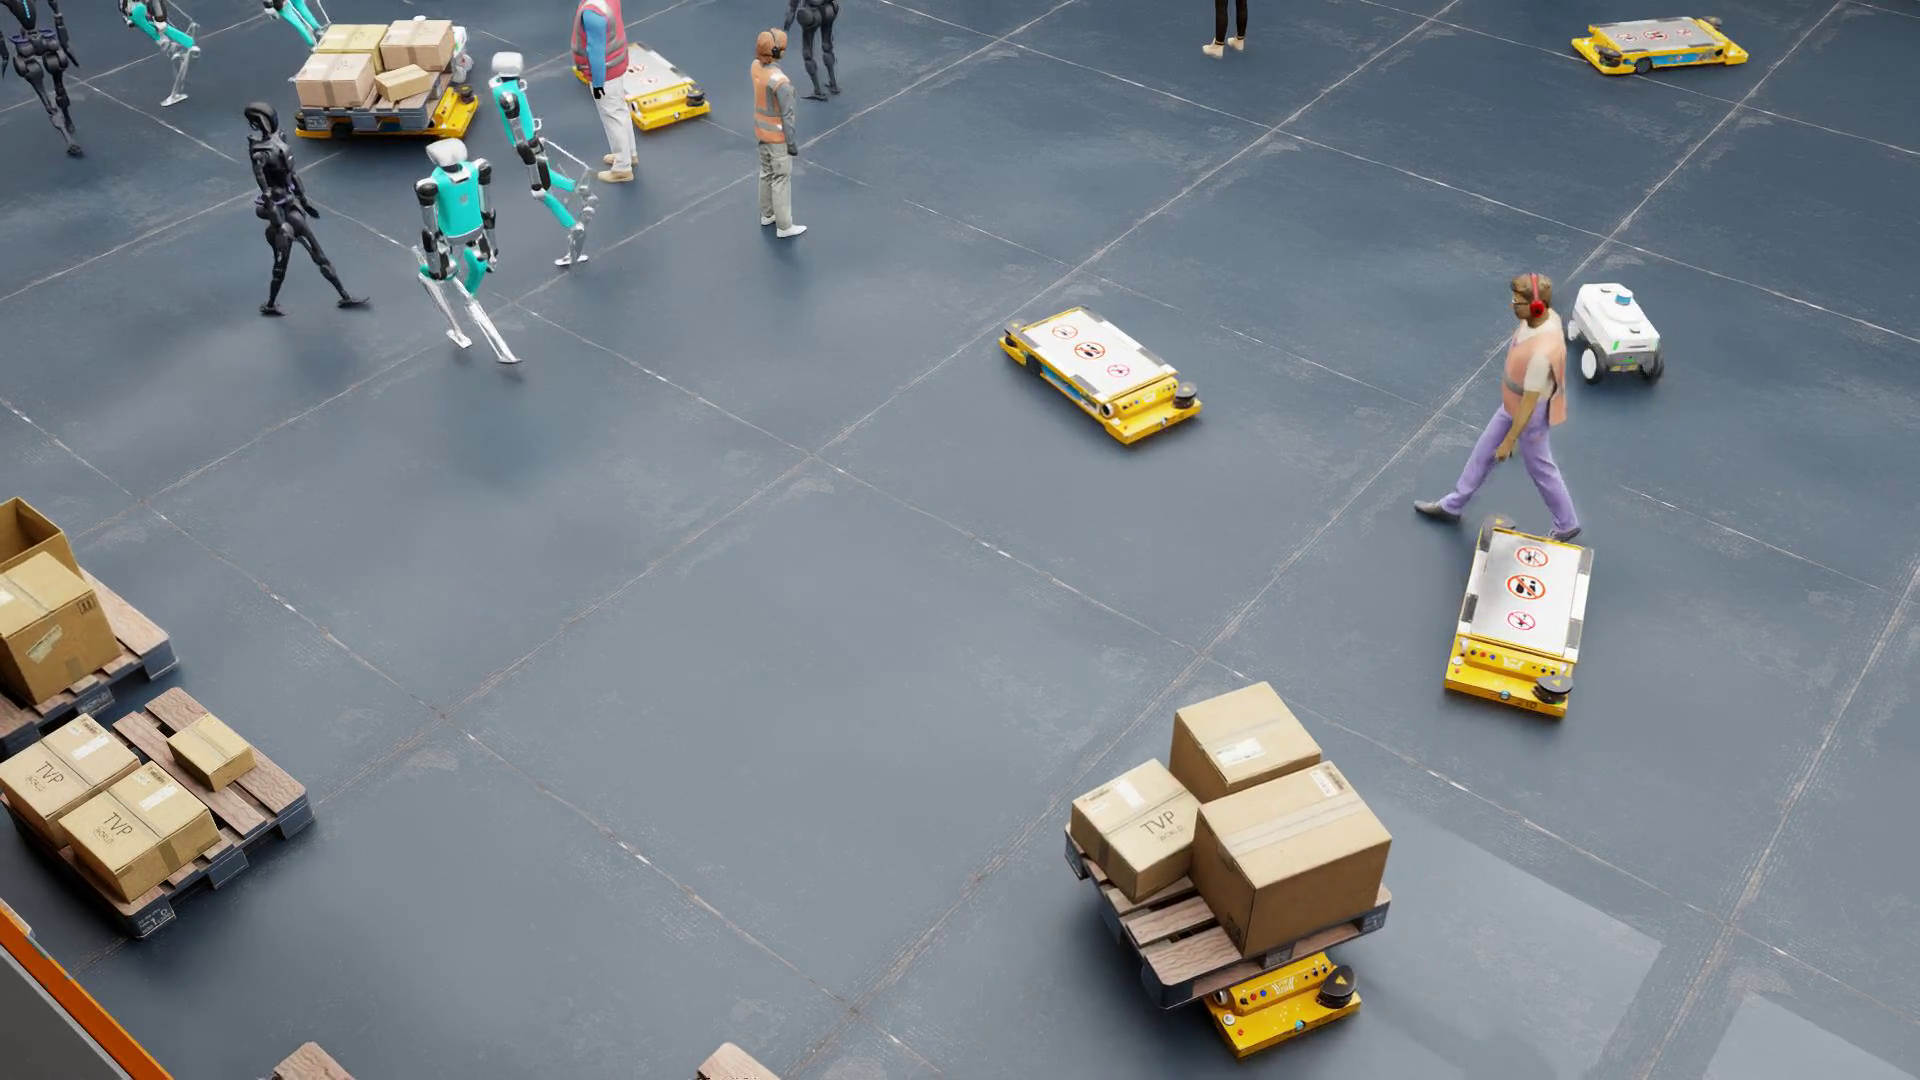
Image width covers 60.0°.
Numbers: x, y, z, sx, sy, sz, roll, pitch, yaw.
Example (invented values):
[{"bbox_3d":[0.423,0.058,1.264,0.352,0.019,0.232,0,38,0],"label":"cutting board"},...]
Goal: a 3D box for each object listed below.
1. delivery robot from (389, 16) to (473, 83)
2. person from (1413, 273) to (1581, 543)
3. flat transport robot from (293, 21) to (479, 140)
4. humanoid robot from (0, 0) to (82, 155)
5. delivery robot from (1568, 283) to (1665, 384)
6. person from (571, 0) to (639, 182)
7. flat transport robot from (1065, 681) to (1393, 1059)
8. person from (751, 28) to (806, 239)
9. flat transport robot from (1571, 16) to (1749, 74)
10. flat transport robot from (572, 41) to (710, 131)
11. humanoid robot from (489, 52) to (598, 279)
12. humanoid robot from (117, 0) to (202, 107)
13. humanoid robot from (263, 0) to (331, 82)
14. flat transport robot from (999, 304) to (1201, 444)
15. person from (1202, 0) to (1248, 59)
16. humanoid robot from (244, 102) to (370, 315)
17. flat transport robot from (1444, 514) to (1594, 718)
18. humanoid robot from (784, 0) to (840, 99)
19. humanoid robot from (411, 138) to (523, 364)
[{"bbox_3d":[-4.864,-4.443,15.099,0.815,0.614,0.499,0,40,0],"label":"delivery robot"},{"bbox_3d":[3.356,-0.742,9.781,0.981,1.787,0.646,6,41,8],"label":"person"},{"bbox_3d":[-4.983,-3.724,14.459,1.431,0.231,0.659,0,40,0],"label":"flat transport robot"},{"bbox_3d":[-7.681,-4.053,13.800,0.598,1.633,0.781,-29,48,-30],"label":"humanoid robot"},{"bbox_3d":[4.556,-1.477,11.573,0.499,0.566,0.739,-4,41,-4],"label":"delivery robot"},{"bbox_3d":[-2.862,-3.771,13.313,0.431,1.836,0.628,0,40,0],"label":"person"},{"bbox_3d":[1.255,1.764,8.003,0.659,0.231,1.431,-16,43,-18],"label":"flat transport robot"},{"bbox_3d":[-1.404,-3.091,12.662,0.318,1.628,0.505,-21,45,-23],"label":"person"},{"bbox_3d":[6.526,-4.608,15.498,1.431,0.231,0.659,-7,41,-8],"label":"flat transport robot"},{"bbox_3d":[-2.871,-4.085,14.884,0.659,0.231,1.431,-25,46,-26],"label":"flat transport robot"},{"bbox_3d":[-2.937,-2.688,12.186,0.725,1.887,0.544,-10,41,-12],"label":"humanoid robot"},{"bbox_3d":[-6.944,-4.609,14.440,0.543,1.878,0.678,20,44,22],"label":"humanoid robot"},{"bbox_3d":[-5.778,-4.755,14.547,0.807,1.790,0.582,11,42,13],"label":"humanoid robot"},{"bbox_3d":[0.948,-1.181,11.467,0.659,0.231,1.431,-24,46,-26],"label":"flat transport robot"},{"bbox_3d":[2.475,-5.244,15.142,0.539,1.696,0.317,-21,45,-23],"label":"person"},{"bbox_3d":[-4.748,-2.310,11.744,0.788,1.620,0.585,0,40,0],"label":"humanoid robot"},{"bbox_3d":[3.245,0.407,9.600,0.659,0.231,1.431,14,42,16],"label":"flat transport robot"},{"bbox_3d":[-1.269,-4.690,14.503,0.348,1.647,0.599,27,47,28],"label":"humanoid robot"},{"bbox_3d":[-3.432,-1.956,11.246,0.976,1.730,0.539,32,50,32],"label":"humanoid robot"}]
